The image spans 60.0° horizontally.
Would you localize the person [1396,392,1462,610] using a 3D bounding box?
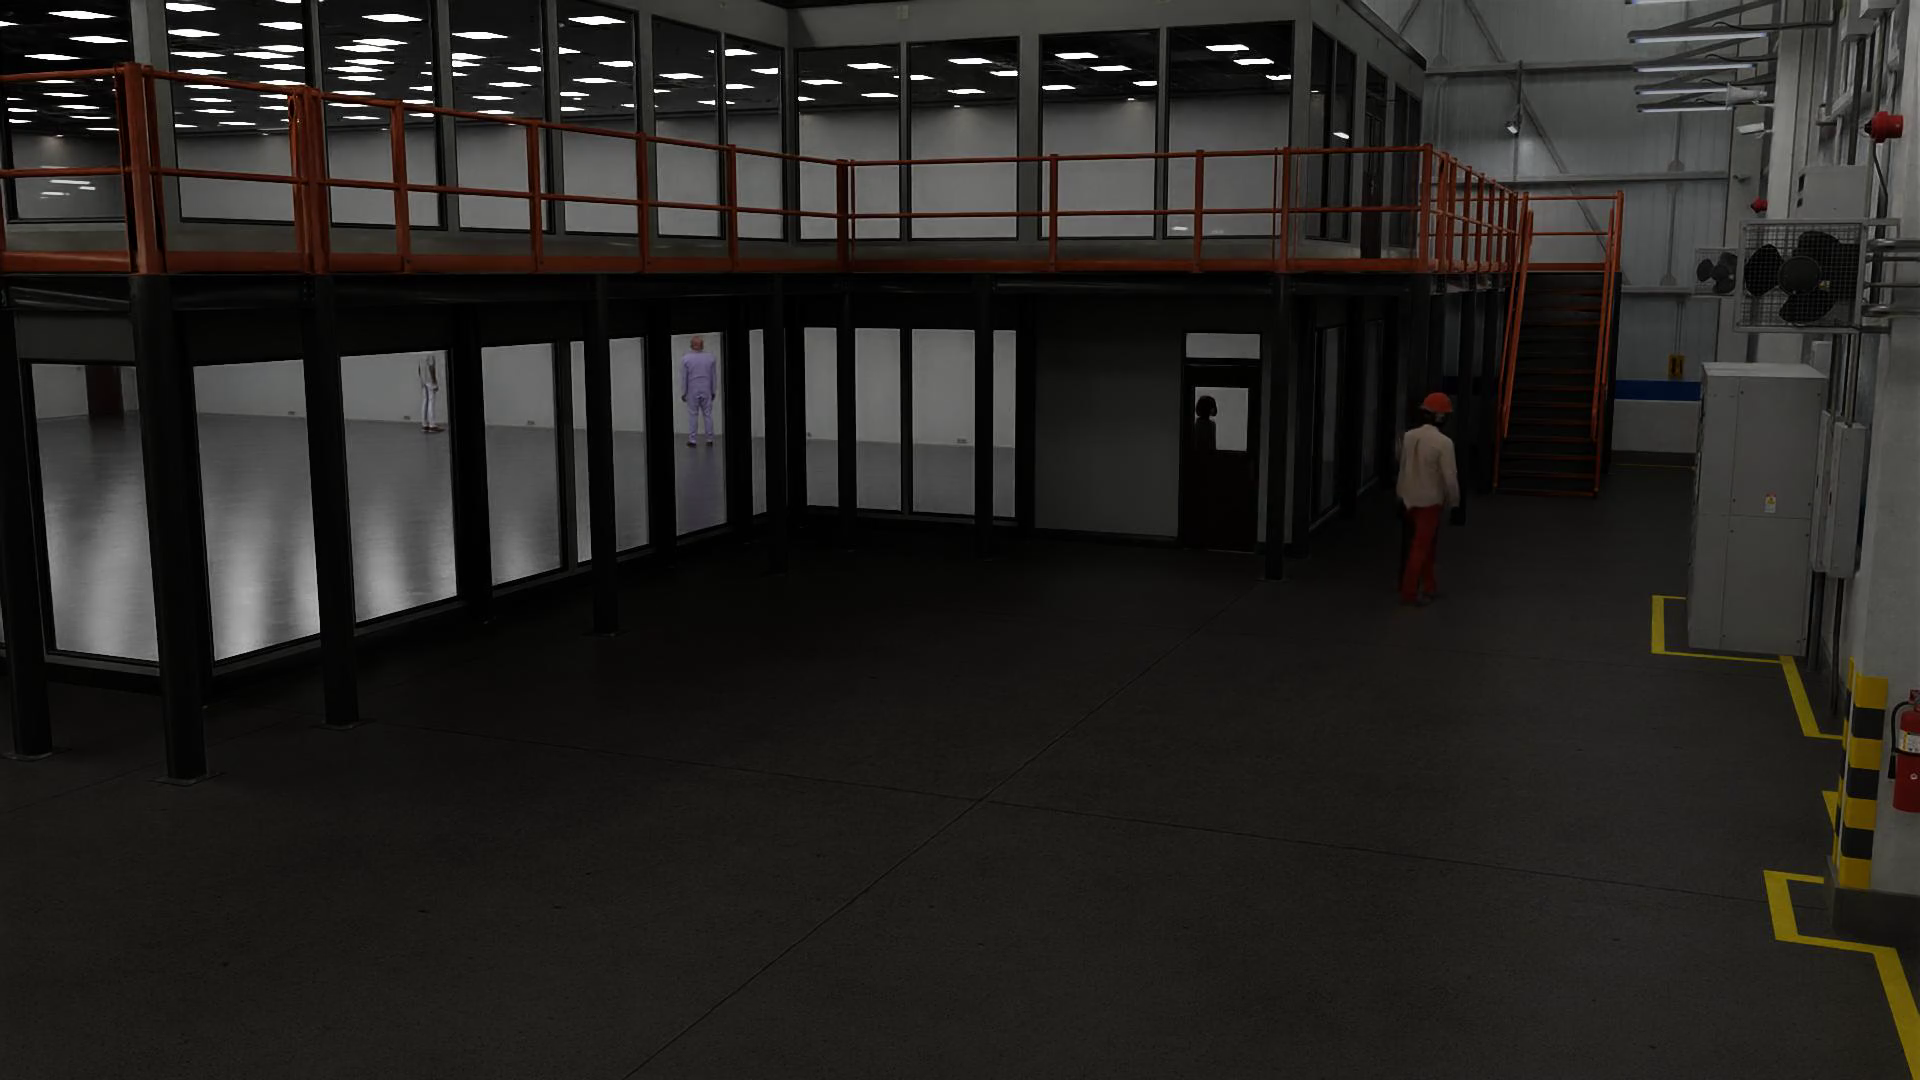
[{"bbox_3d":[4.298,-0.351,15.042,0.821,1.959,0.650,-4,10,-24],"label":"person"}]
